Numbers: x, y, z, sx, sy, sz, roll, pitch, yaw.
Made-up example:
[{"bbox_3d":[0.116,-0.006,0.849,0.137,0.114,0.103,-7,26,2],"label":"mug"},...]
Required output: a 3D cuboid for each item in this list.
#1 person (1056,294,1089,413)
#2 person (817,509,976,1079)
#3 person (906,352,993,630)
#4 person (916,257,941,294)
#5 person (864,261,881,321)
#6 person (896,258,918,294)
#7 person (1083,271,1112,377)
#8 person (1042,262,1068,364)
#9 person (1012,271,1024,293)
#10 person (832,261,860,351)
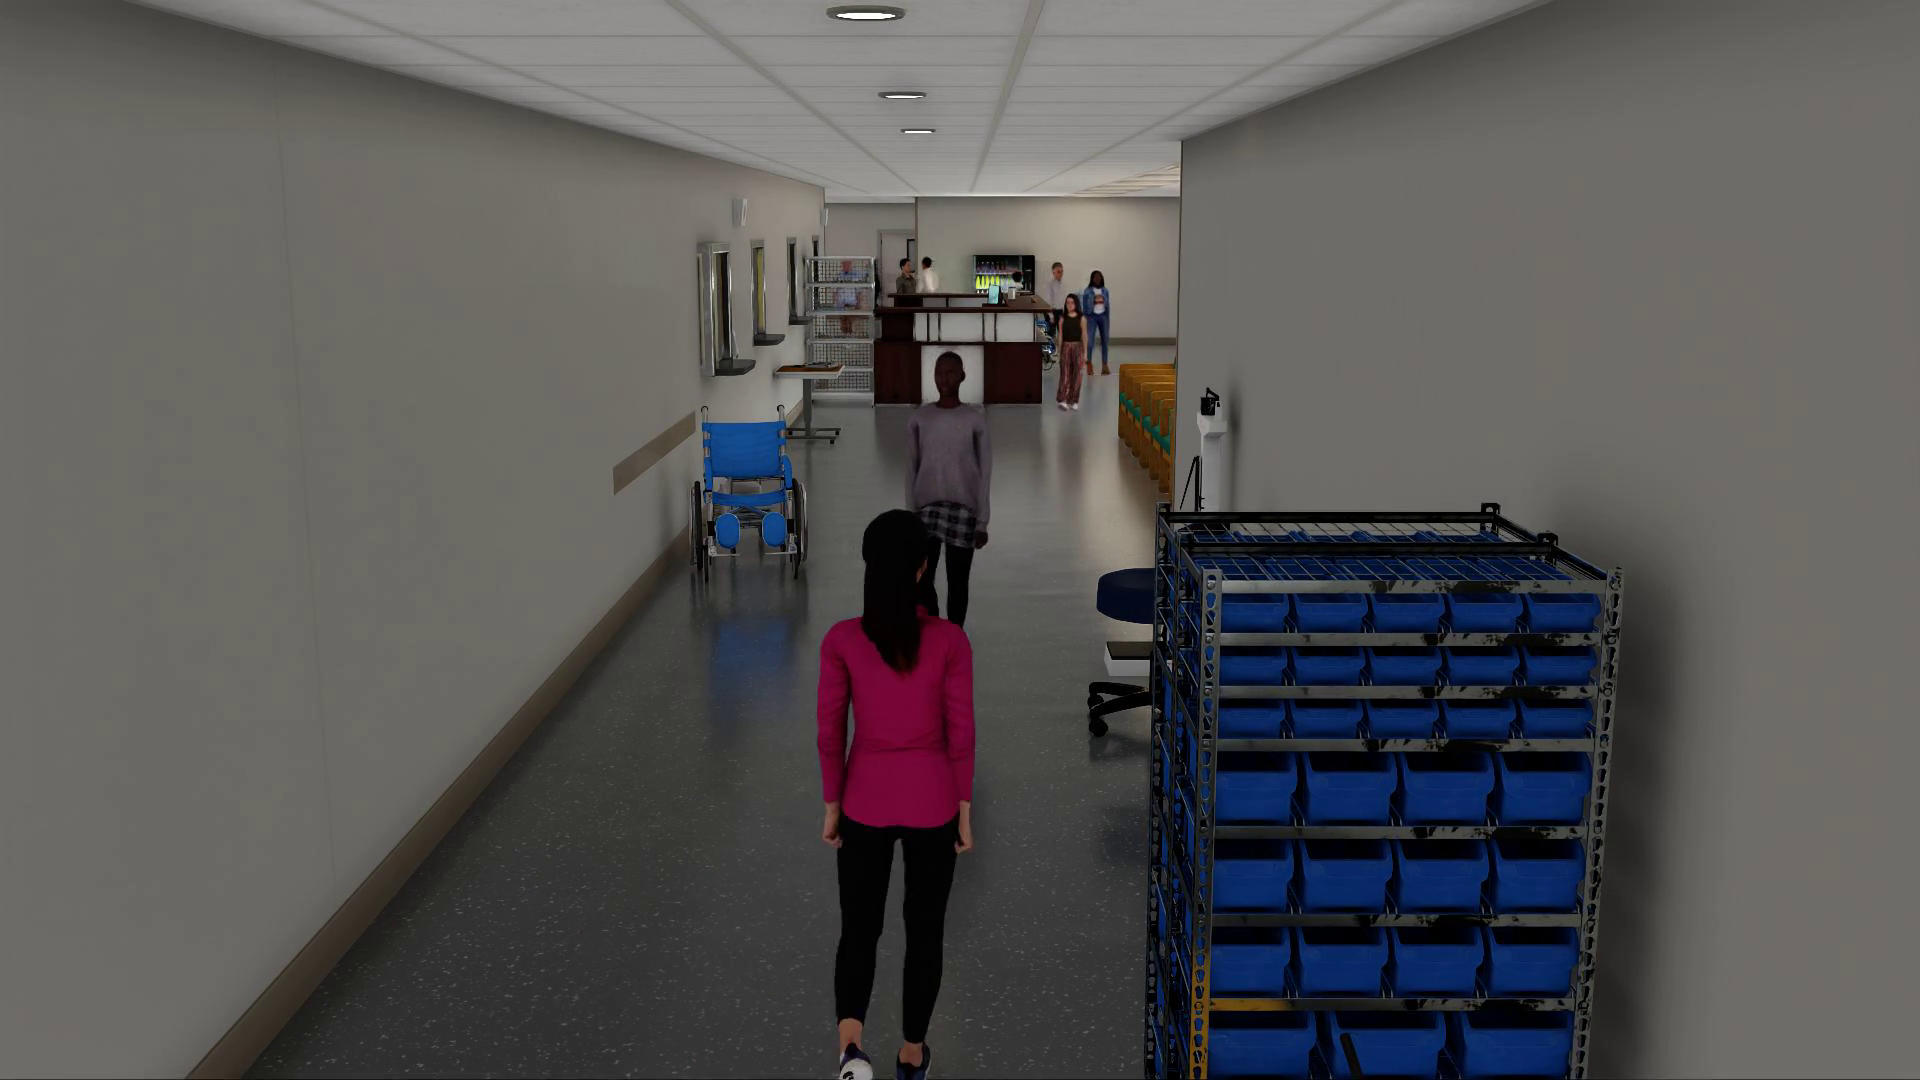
[{"bbox_3d":[1.497,-2.449,21.849,0.985,1.532,0.781,2,11,12],"label":"person"},{"bbox_3d":[-0.177,0.772,4.472,0.858,1.683,0.688,1,11,6],"label":"person"},{"bbox_3d":[-0.057,-0.145,9.075,0.559,1.767,0.722,2,11,8],"label":"person"},{"bbox_3d":[-0.548,-4.711,33.117,1.234,1.774,1.146,10,14,42],"label":"person"},{"bbox_3d":[-2.188,-6.376,42.443,0.779,1.569,0.771,-1,11,-4],"label":"person"},{"bbox_3d":[-0.932,-3.921,28.706,0.773,1.867,0.792,6,12,29],"label":"person"},{"bbox_3d":[2.180,-3.502,26.980,0.981,1.687,0.838,-2,11,-13],"label":"person"},{"bbox_3d":[1.597,-3.913,28.938,1.171,1.765,1.133,10,14,42],"label":"person"},{"bbox_3d":[1.062,-4.439,32.380,0.925,1.515,0.738,-3,11,-14],"label":"person"},{"bbox_3d":[-2.231,-4.621,32.586,1.115,1.797,0.835,1,11,7],"label":"person"}]
